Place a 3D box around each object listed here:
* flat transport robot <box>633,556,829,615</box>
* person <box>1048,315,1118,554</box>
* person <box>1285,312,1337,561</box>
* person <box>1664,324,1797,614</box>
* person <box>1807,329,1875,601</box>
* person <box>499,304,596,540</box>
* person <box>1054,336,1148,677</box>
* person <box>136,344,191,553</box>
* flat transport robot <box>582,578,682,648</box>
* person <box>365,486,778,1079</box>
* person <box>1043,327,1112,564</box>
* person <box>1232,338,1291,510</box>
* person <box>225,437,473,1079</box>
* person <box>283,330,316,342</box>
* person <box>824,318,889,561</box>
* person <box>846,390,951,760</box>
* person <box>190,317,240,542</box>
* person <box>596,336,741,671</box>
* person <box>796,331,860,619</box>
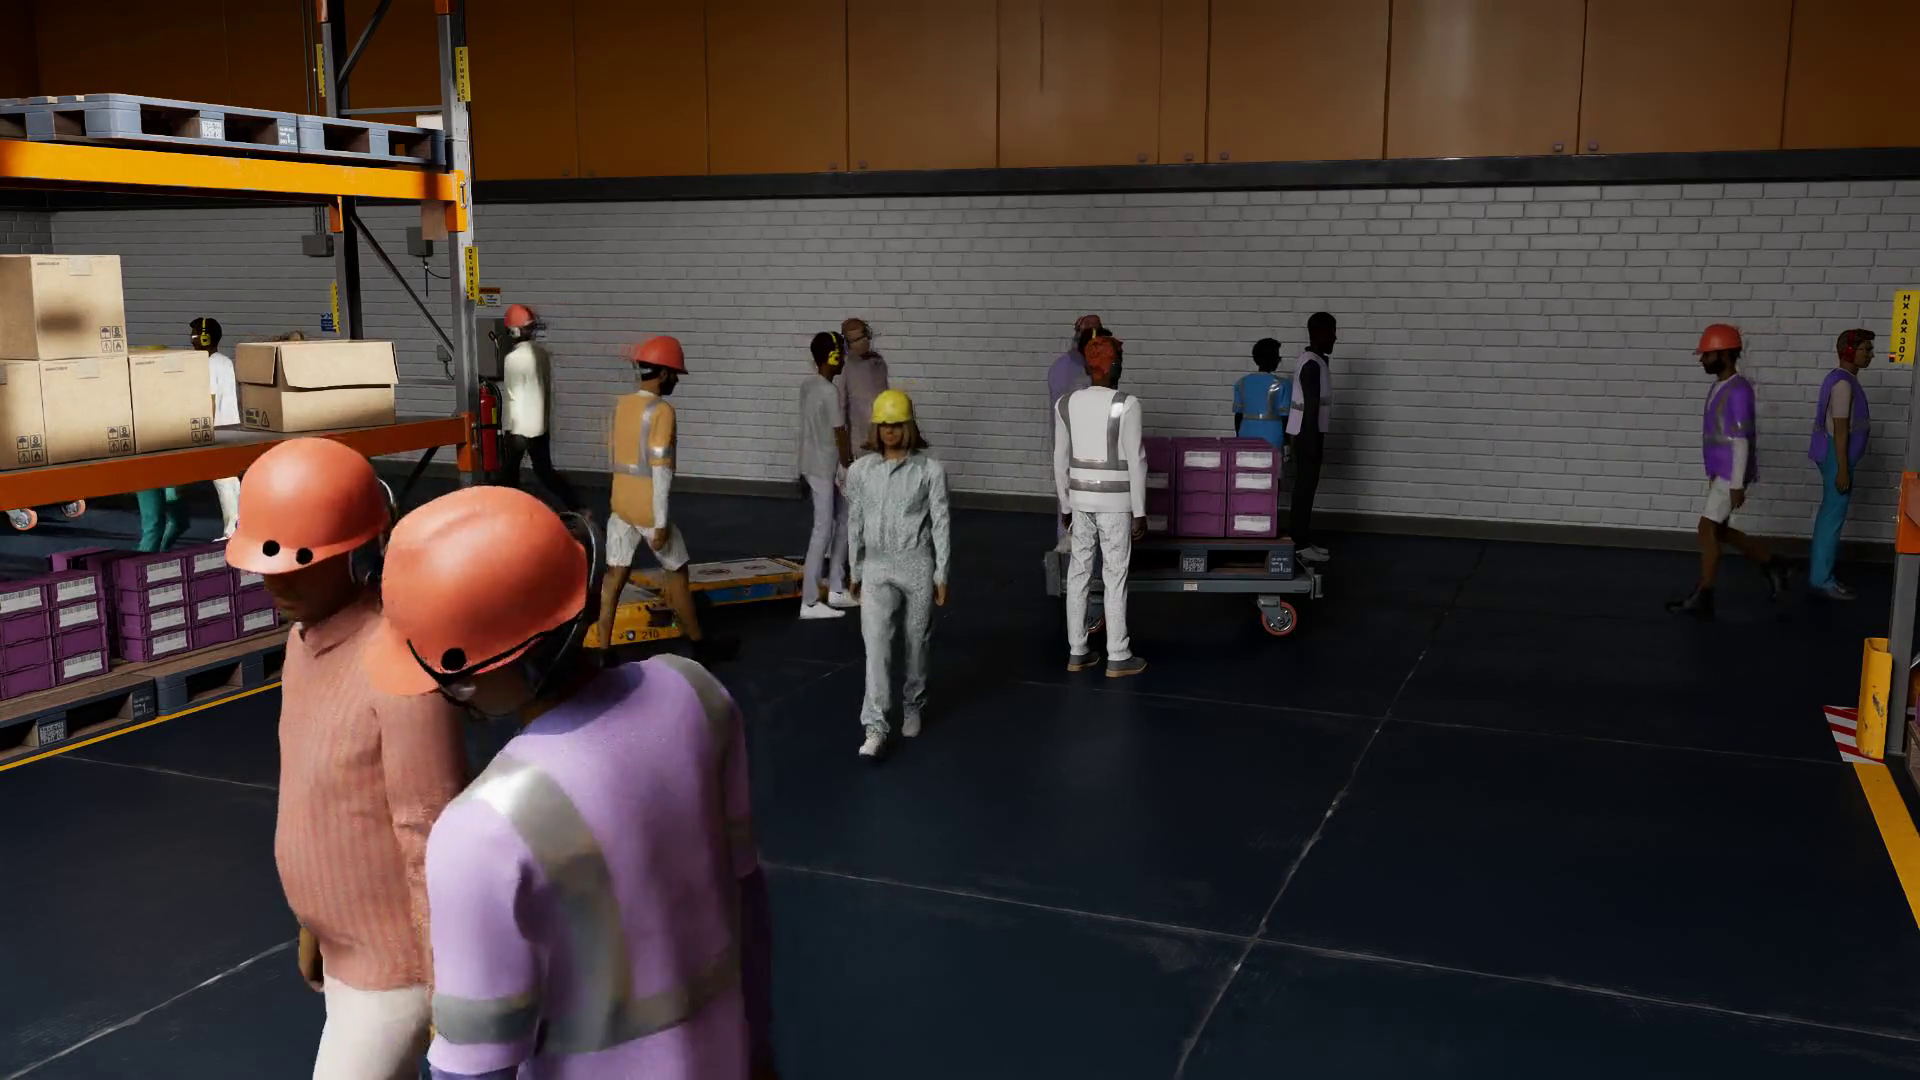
[{"bbox_3d":[-1.577,0.298,11.186,1.431,0.197,0.652,-6,11,-31],"label":"flat transport robot"},{"bbox_3d":[0.959,-0.712,12.366,0.644,1.908,0.408,-7,12,-37],"label":"person"},{"bbox_3d":[2.709,-0.802,12.883,0.371,1.914,0.597,2,10,11],"label":"person"},{"bbox_3d":[5.065,-0.449,10.801,0.769,1.908,0.560,2,9,9],"label":"person"},{"bbox_3d":[6.011,-0.522,11.393,0.376,1.844,0.572,5,10,26],"label":"person"},{"bbox_3d":[-3.446,-0.935,13.552,0.929,1.964,0.629,3,10,18],"label":"person"},{"bbox_3d":[0.790,-0.183,9.230,0.573,1.883,0.353,7,12,37],"label":"person"},{"bbox_3d":[-5.349,-0.421,11.076,0.403,1.750,0.541,-4,10,-24],"label":"person"},{"bbox_3d":[-2.318,0.423,10.426,0.652,0.197,1.431,-6,11,-31],"label":"flat transport robot"},{"bbox_3d":[-0.504,0.885,2.480,0.383,1.988,0.709,5,11,28],"label":"person"},{"bbox_3d":[0.874,-0.535,11.455,0.423,1.857,0.495,1,9,7],"label":"person"},{"bbox_3d":[2.425,-0.767,13.333,0.537,1.694,0.320,9,13,43],"label":"person"},{"bbox_3d":[-1.129,0.775,3.154,0.431,1.968,0.682,-7,11,-35],"label":"person"},{"bbox_3d":[-4.686,-0.551,11.650,0.514,1.828,0.751,6,11,34],"label":"person"},{"bbox_3d":[-0.785,-0.773,12.845,0.500,1.872,0.742,6,11,34],"label":"person"},{"bbox_3d":[-0.293,0.152,7.737,0.505,1.687,0.889,1,9,7],"label":"person"},{"bbox_3d":[-5.955,-0.847,13.354,0.323,1.855,0.510,-1,9,-8],"label":"person"},{"bbox_3d":[-1.668,-0.175,9.169,0.577,1.875,0.967,8,13,42],"label":"person"},{"bbox_3d":[-0.787,-0.408,10.690,0.548,1.853,0.545,-3,10,-20],"label":"person"}]
